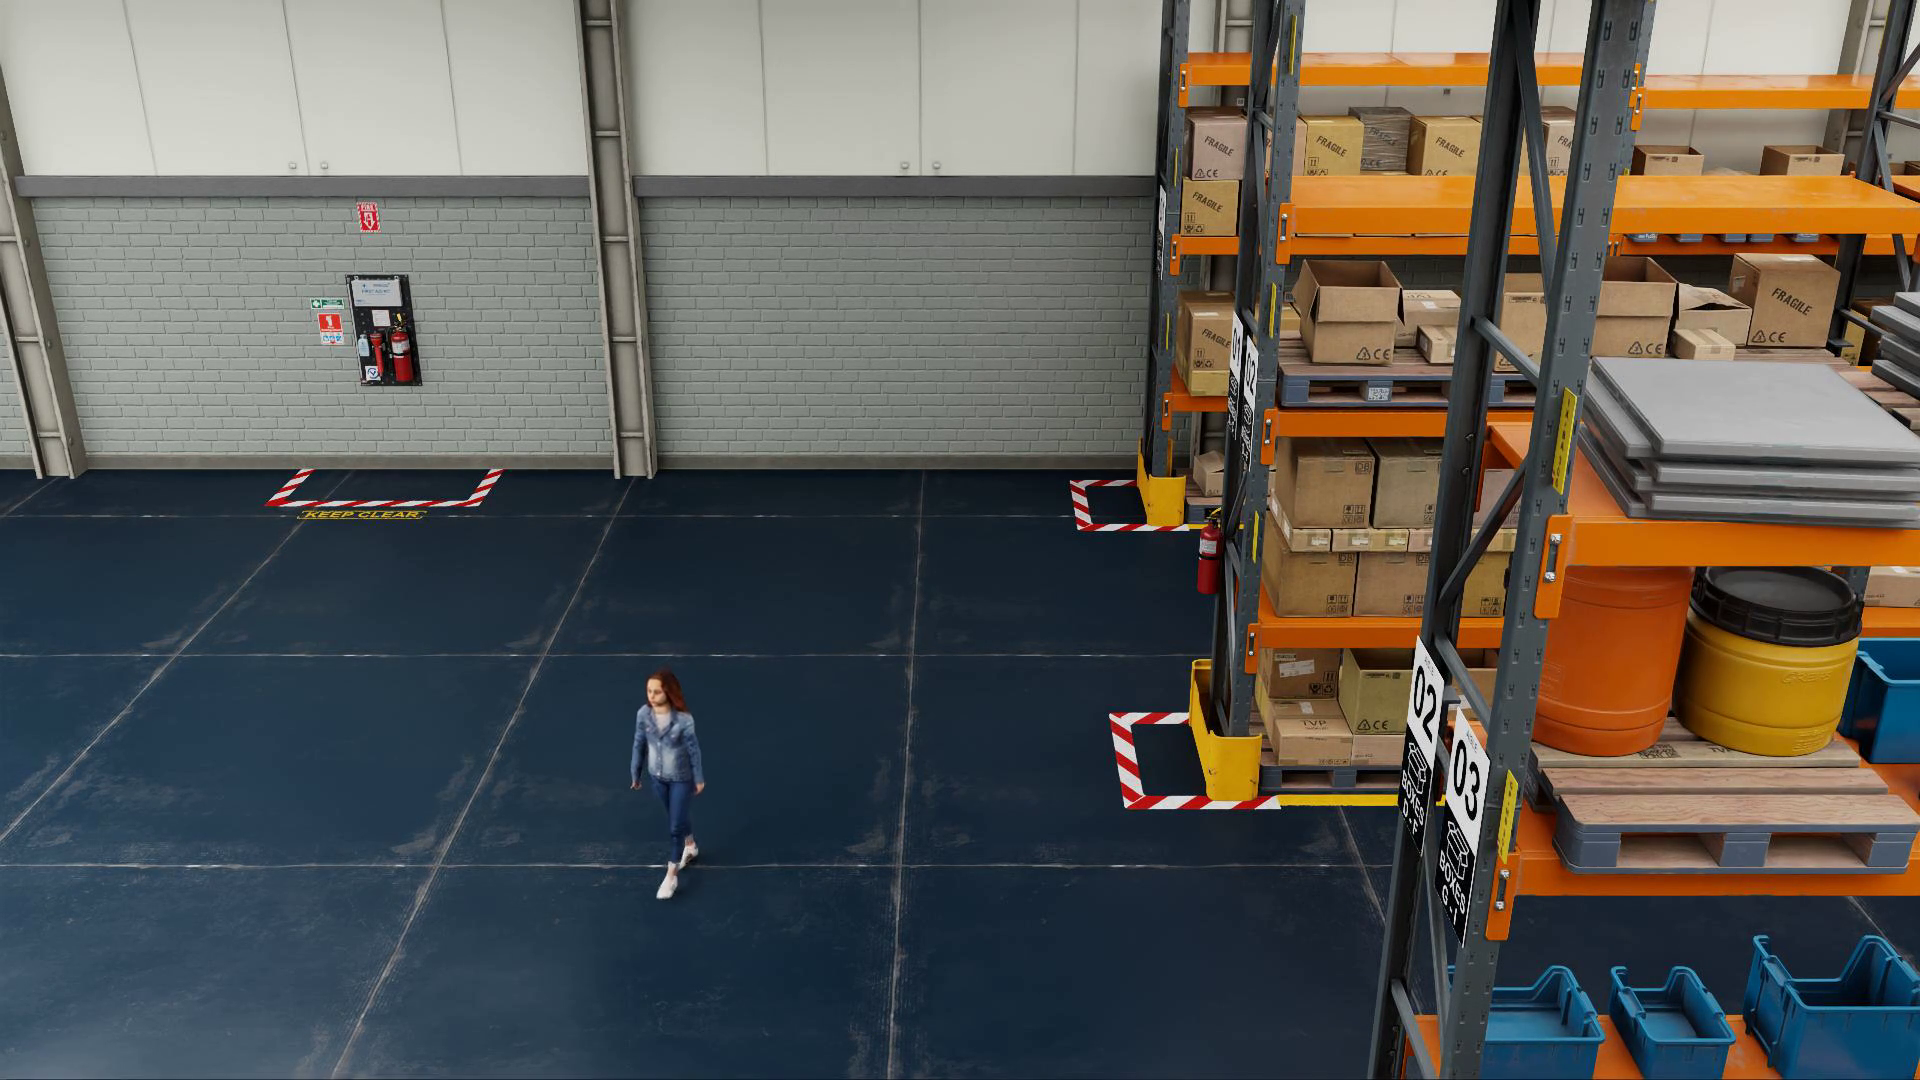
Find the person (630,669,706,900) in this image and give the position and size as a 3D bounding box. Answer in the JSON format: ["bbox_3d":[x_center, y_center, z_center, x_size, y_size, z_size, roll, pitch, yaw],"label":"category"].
[{"bbox_3d":[-1.775,1.450,10.475,0.867,1.455,0.832,9,25,20],"label":"person"}]
